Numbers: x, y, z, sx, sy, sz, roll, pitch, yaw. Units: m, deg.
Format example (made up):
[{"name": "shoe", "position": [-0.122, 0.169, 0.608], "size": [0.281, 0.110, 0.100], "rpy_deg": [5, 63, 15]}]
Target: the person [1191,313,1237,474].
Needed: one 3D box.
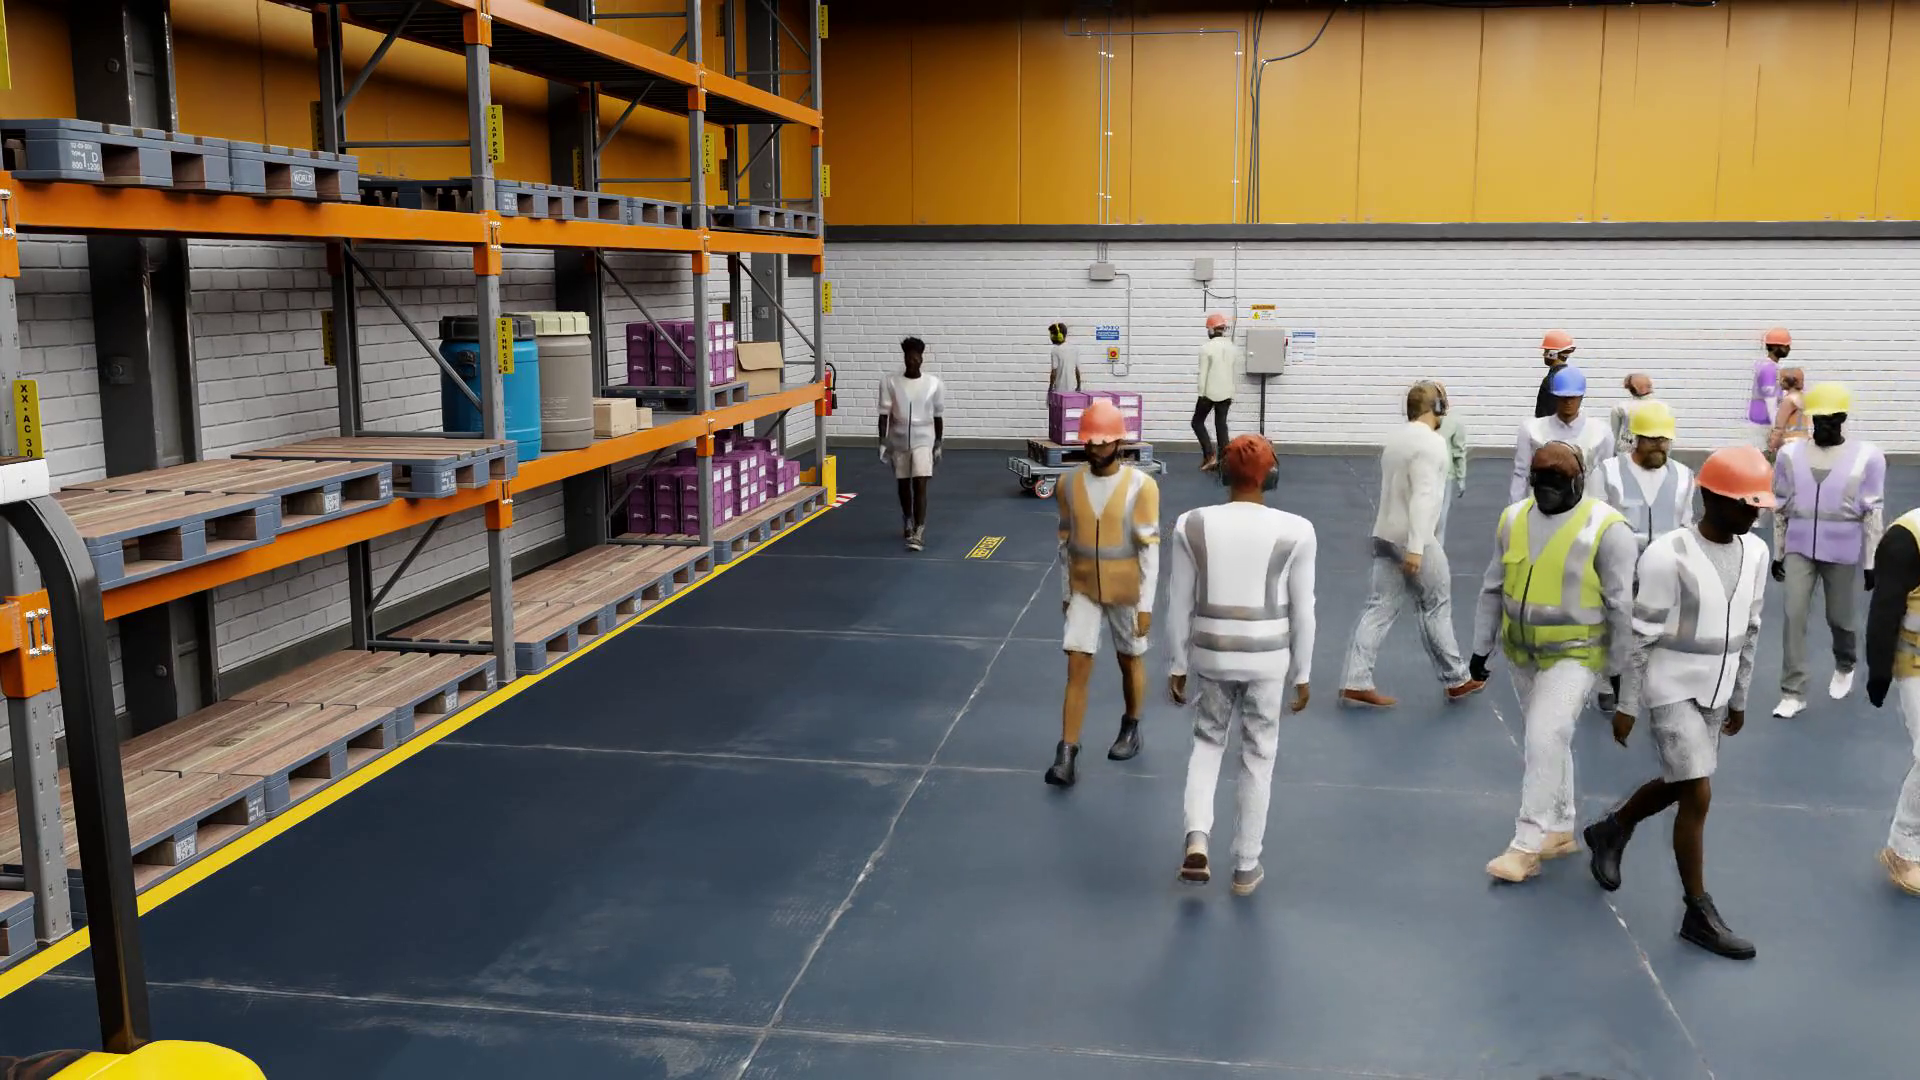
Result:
[{"name": "person", "position": [3.139, -1.795, 20.509], "size": [0.661, 1.974, 0.462], "rpy_deg": [-6, 11, -33]}]

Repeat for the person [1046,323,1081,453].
[{"name": "person", "position": [1.422, -1.927, 21.834], "size": [0.310, 1.830, 0.757], "rpy_deg": [8, 12, 41]}]

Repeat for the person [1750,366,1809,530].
[{"name": "person", "position": [7.712, -0.832, 15.710], "size": [0.812, 1.598, 0.524], "rpy_deg": [6, 11, 35]}]

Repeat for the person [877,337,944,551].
[{"name": "person", "position": [-0.447, -0.895, 15.182], "size": [0.605, 1.920, 1.023], "rpy_deg": [0, 9, 3]}]

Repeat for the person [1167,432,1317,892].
[{"name": "person", "position": [1.112, 0.509, 6.629], "size": [0.579, 1.872, 0.479], "rpy_deg": [3, 10, 20]}]

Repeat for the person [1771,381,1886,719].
[{"name": "person", "position": [4.942, 0.035, 9.489], "size": [0.594, 1.896, 0.876], "rpy_deg": [9, 13, 42]}]

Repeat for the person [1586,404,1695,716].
[{"name": "person", "position": [3.703, 0.154, 9.076], "size": [0.606, 1.782, 0.919], "rpy_deg": [1, 9, 6]}]

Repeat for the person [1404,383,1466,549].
[{"name": "person", "position": [3.784, -0.460, 13.428], "size": [0.518, 1.591, 0.815], "rpy_deg": [5, 10, 26]}]

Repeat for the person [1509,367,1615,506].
[{"name": "person", "position": [3.913, -0.188, 10.852], "size": [0.624, 1.903, 0.998], "rpy_deg": [4, 10, 21]}]

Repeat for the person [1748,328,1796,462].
[{"name": "person", "position": [8.628, -1.270, 17.497], "size": [0.947, 1.897, 0.575], "rpy_deg": [5, 10, 29]}]

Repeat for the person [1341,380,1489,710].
[{"name": "person", "position": [2.646, 0.036, 9.532], "size": [0.974, 1.877, 0.685], "rpy_deg": [-2, 9, -13]}]

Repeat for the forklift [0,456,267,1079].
[{"name": "forklift", "position": [-2.328, 0.975, 2.765], "size": [2.313, 2.155, 1.214], "rpy_deg": [1, 9, 9]}]

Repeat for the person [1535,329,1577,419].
[{"name": "person", "position": [5.187, -0.835, 14.533], "size": [0.378, 1.996, 0.611], "rpy_deg": [8, 12, 42]}]

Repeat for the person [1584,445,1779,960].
[{"name": "person", "position": [2.720, 0.548, 6.356], "size": [0.568, 1.894, 0.890], "rpy_deg": [-4, 10, -22]}]

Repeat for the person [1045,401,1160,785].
[{"name": "person", "position": [0.718, 0.251, 8.225], "size": [0.553, 1.873, 1.009], "rpy_deg": [4, 10, 22]}]

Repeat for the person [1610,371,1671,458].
[{"name": "person", "position": [6.035, -0.689, 14.801], "size": [0.522, 1.620, 0.354], "rpy_deg": [2, 9, 14]}]

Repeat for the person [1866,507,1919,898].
[{"name": "person", "position": [3.978, 0.530, 6.638], "size": [0.643, 1.824, 0.518], "rpy_deg": [-2, 9, -12]}]

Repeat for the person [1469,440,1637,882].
[{"name": "person", "position": [2.371, 0.492, 6.907], "size": [0.799, 1.810, 0.662], "rpy_deg": [-6, 11, -31]}]
